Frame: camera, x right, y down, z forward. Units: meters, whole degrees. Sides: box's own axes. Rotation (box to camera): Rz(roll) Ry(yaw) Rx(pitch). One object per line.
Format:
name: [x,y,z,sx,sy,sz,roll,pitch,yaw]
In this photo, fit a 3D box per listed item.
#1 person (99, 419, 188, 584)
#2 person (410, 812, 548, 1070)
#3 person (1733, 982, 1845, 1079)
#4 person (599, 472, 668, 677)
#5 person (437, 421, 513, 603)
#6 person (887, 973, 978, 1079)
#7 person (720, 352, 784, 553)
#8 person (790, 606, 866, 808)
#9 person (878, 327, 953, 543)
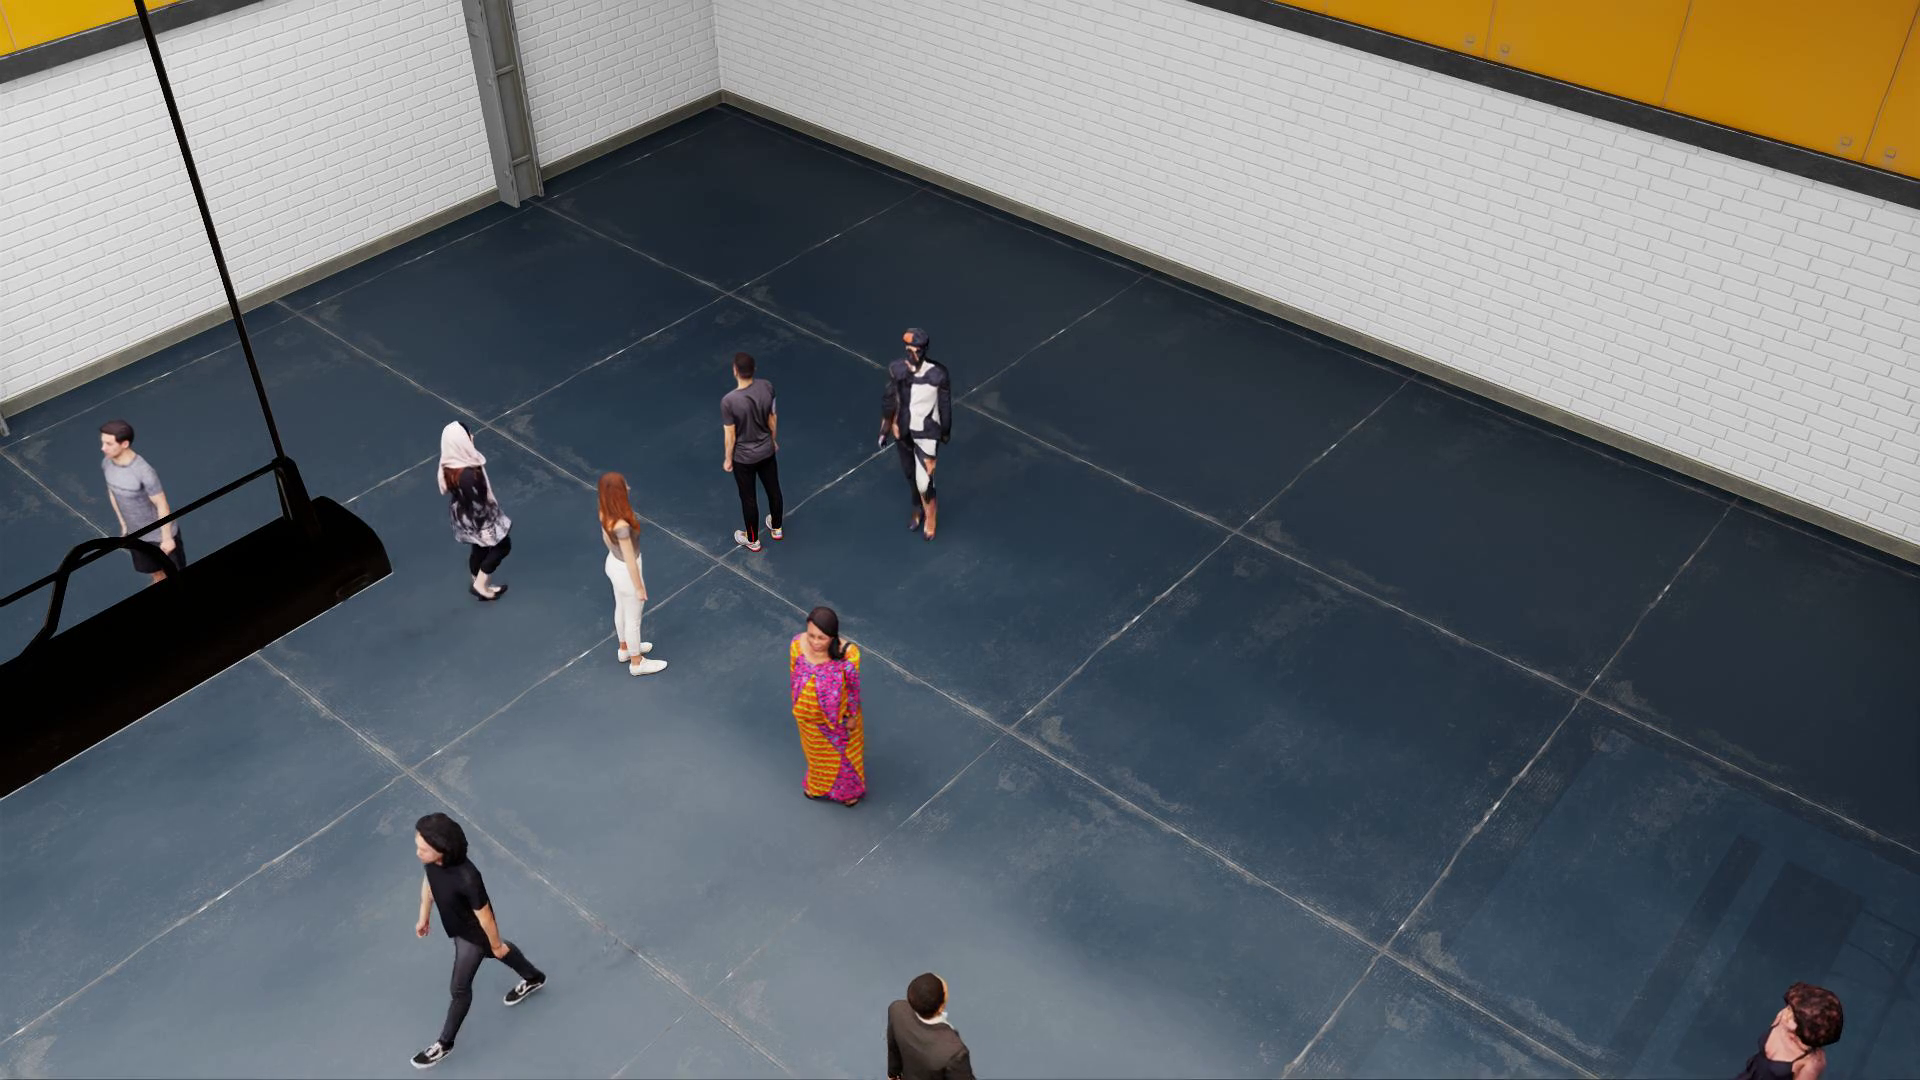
person: [-5.933,-0.095,12.227,0.705,1.863,0.648,16,41,20]
person: [-2.728,2.139,9.485,1.189,1.793,0.793,-27,46,-30]
person: [4.264,2.894,8.587,1.144,1.734,1.044,-5,39,-7]
person: [-2.406,0.234,11.926,0.624,1.724,0.657,-20,43,-24]
person: [-3.730,-0.156,12.494,0.756,1.625,0.727,-22,44,-25]
person: [-0.190,2.895,8.561,1.150,1.764,0.765,-32,48,-33]
person: [-1.629,-0.696,13.060,0.544,1.763,0.746,-26,45,-29]
person: [-0.868,1.081,10.910,0.755,1.668,0.786,10,40,12]
person: [-0.316,-0.903,13.228,0.783,1.876,0.783,13,40,16]
